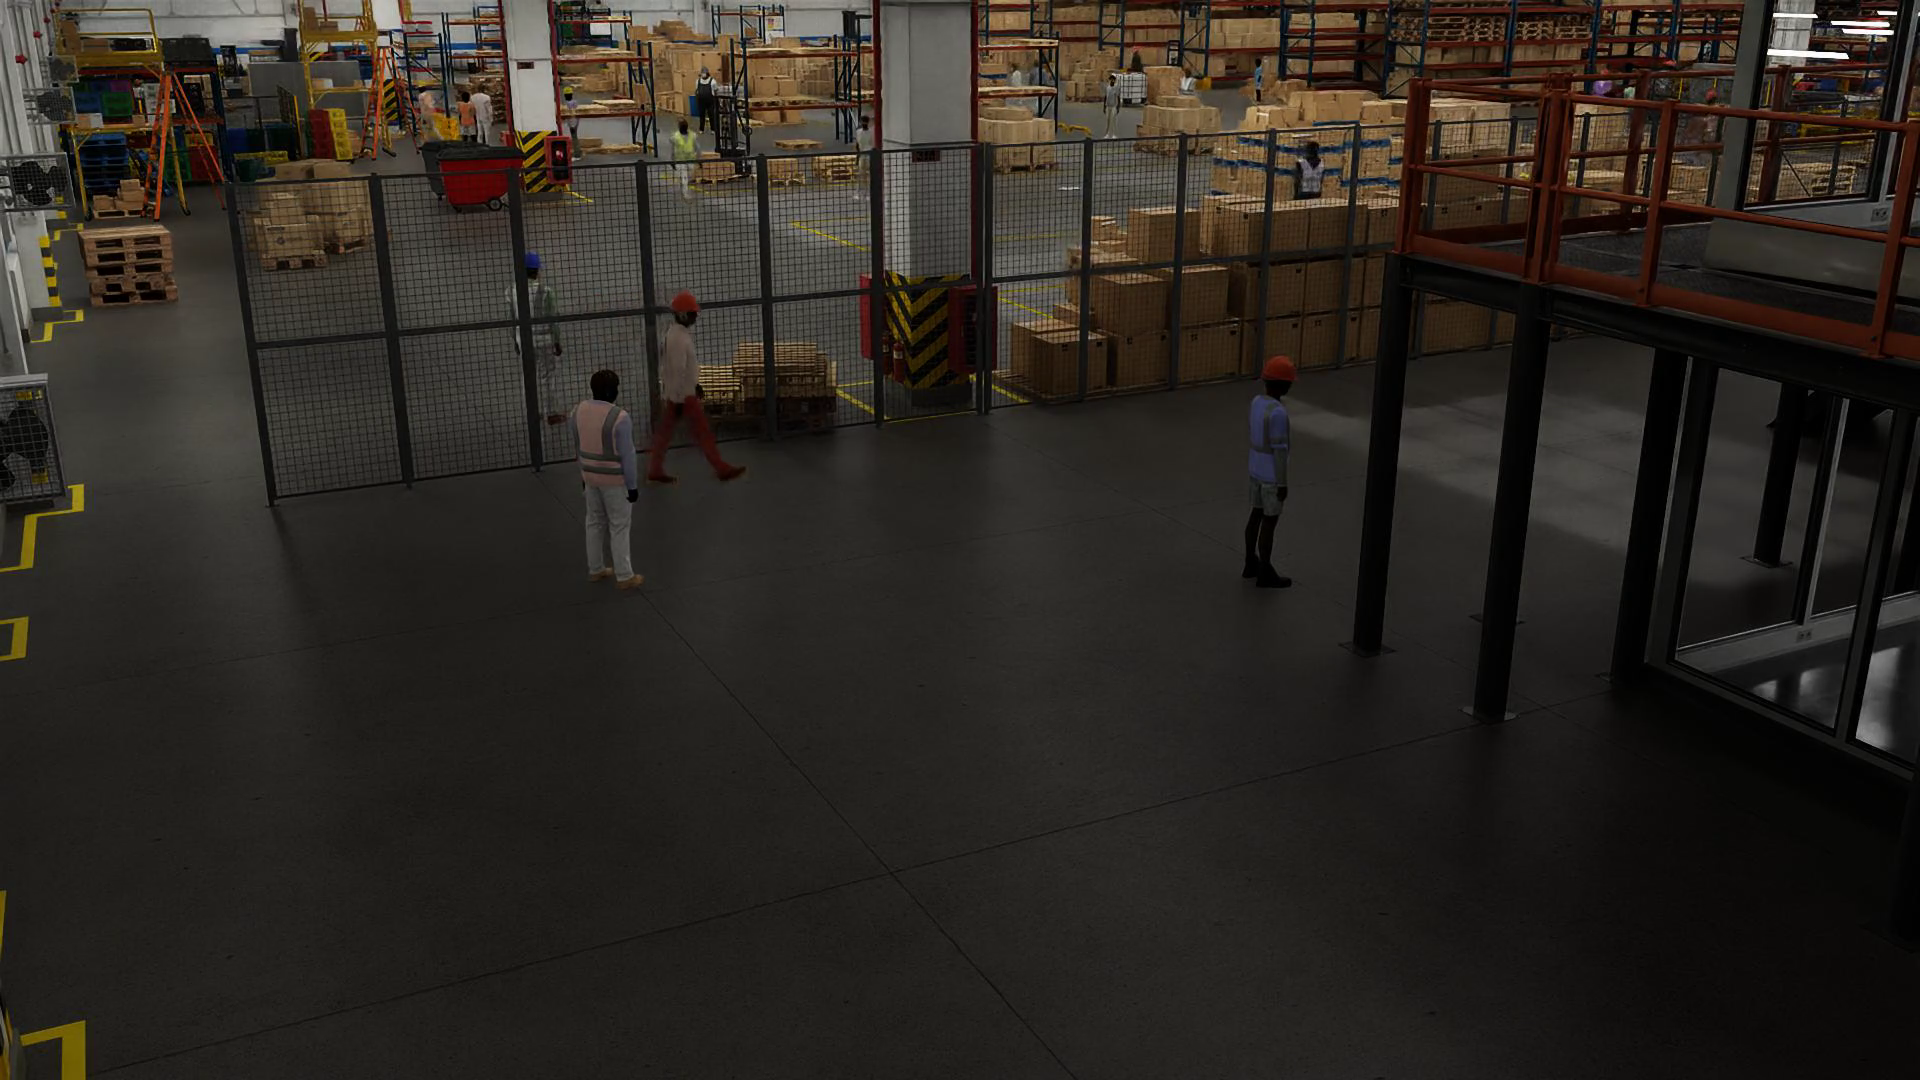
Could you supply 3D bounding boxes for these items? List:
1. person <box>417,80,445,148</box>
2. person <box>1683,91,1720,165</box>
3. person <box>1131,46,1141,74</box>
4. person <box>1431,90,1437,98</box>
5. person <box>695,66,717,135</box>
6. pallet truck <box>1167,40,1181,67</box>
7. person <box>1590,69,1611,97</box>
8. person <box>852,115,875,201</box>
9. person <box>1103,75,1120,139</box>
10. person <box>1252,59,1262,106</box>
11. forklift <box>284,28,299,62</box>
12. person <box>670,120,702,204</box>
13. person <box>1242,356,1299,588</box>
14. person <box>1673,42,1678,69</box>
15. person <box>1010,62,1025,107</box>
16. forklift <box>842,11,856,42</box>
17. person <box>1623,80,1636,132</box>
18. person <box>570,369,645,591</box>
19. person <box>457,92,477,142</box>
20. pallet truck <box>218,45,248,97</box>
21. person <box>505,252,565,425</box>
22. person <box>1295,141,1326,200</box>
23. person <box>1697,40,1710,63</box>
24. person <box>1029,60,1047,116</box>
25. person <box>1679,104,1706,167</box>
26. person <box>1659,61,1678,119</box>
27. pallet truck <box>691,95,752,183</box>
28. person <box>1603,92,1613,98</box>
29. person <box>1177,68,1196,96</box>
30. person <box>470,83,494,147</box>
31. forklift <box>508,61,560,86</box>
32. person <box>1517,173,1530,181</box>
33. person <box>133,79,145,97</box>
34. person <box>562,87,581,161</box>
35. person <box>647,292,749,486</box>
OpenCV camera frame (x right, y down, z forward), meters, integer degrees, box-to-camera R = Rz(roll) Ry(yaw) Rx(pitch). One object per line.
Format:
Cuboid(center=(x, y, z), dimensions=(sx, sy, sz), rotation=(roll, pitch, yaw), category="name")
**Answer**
Cuboid(center=(-15.044, -12.036, 47.061), dimensions=(0.905, 1.897, 0.603), rotation=(9, 21, 24), category="person")
Cuboid(center=(19.371, -10.645, 43.032), dimensions=(0.979, 1.878, 0.556), rotation=(-1, 19, -3), category="person")
Cuboid(center=(7.011, -18.462, 65.565), dimensions=(0.837, 1.975, 0.632), rotation=(12, 23, 32), category="person")
Cuboid(center=(14.423, -13.366, 51.303), dimensions=(0.532, 1.622, 0.495), rotation=(8, 21, 22), category="person")
Cuboid(center=(-7.786, -13.462, 50.961), dimensions=(0.683, 2.000, 0.538), rotation=(2, 19, 5), category="person")
Cuboid(center=(9.045, -19.971, 69.895), dimensions=(0.823, 1.965, 1.885), rotation=(-3, 19, -8), category="pallet truck")
Cuboid(center=(20.025, -13.775, 52.081), dimensions=(0.626, 1.896, 0.691), rotation=(8, 21, 23), category="person")
Cuboid(center=(-2.111, -8.339, 36.409), dimensions=(0.554, 1.838, 0.859), rotation=(6, 20, 17), category="person")
Cuboid(center=(4.531, -12.957, 49.779), dimensions=(0.510, 1.860, 0.333), rotation=(7, 20, 20), category="person")
Cuboid(center=(11.052, -16.990, 61.715), dimensions=(0.319, 1.693, 0.532), rotation=(0, 19, 0), category="person")
Cuboid(center=(-24.033, -17.060, 60.125), dimensions=(1.873, 2.768, 1.129), rotation=(-9, 21, -25), category="forklift")
Cuboid(center=(-5.992, -8.283, 36.348), dimensions=(0.637, 1.793, 0.990), rotation=(-7, 20, -19), category="person")
Cuboid(center=(2.567, -0.564, 13.729), dimensions=(0.356, 1.938, 0.545), rotation=(-5, 20, -15), category="person")
Cuboid(center=(34.114, -23.197, 79.550), dimensions=(0.873, 1.803, 0.600), rotation=(-8, 21, -22), category="person")
Cuboid(center=(1.981, -15.028, 55.712), dimensions=(0.783, 1.908, 0.657), rotation=(1, 19, 1), category="person")
Cuboid(center=(-5.567, -25.069, 83.339), dimensions=(1.873, 2.768, 1.129), rotation=(-9, 21, -25), category="forklift")
Cuboid(center=(21.012, -13.625, 52.109), dimensions=(0.518, 1.591, 0.765), rotation=(3, 19, 8), category="person")
Cuboid(center=(-2.892, -0.499, 13.708), dimensions=(0.623, 1.835, 0.431), rotation=(12, 22, 30), category="person")
Cuboid(center=(-13.344, -11.281, 45.153), dimensions=(0.537, 1.700, 0.317), rotation=(3, 19, 8), category="person")
Cuboid(center=(-28.879, -18.665, 66.111), dimensions=(0.823, 1.965, 1.885), rotation=(-3, 19, -9), category="pallet truck")
Cuboid(center=(-4.750, -2.239, 18.595), dimensions=(0.606, 1.935, 0.410), rotation=(6, 20, 18), category="person")
Cuboid(center=(6.477, -6.470, 30.935), dimensions=(0.599, 1.888, 0.864), rotation=(-5, 20, -15), category="person")
Cuboid(center=(34.872, -22.622, 78.035), dimensions=(0.532, 1.696, 0.318), rotation=(2, 19, 5), category="person")
Cuboid(center=(2.696, -15.612, 57.437), dimensions=(0.638, 1.897, 1.017), rotation=(-1, 19, -2), category="person")
Cuboid(center=(18.013, -9.851, 40.964), dimensions=(0.538, 1.720, 0.891), rotation=(-7, 20, -19), category="person")
Cuboid(center=(24.023, -15.238, 56.312), dimensions=(0.793, 1.903, 0.557), rotation=(-6, 20, -16), category="person")
Cuboid(center=(-5.836, -9.608, 39.856), dimensions=(0.823, 1.965, 1.885), rotation=(10, 22, 27), category="pallet truck")
Cuboid(center=(16.392, -10.368, 42.150), dimensions=(0.606, 1.936, 0.937), rotation=(-5, 20, -14), category="person")
Cuboid(center=(7.215, -14.146, 53.212), dimensions=(0.582, 1.866, 0.509), rotation=(17, 26, 41), category="person")
Cuboid(center=(-12.941, -11.399, 45.144), dimensions=(0.627, 1.934, 0.370), rotation=(7, 20, 19), category="person")
Cuboid(center=(-18.349, -20.868, 71.164), dimensions=(1.873, 2.768, 1.129), rotation=(-14, 24, -35), category="forklift")
Cuboid(center=(9.349, -5.184, 27.472), dimensions=(0.775, 1.717, 0.487), rotation=(6, 20, 18), category="person")
Cuboid(center=(-25.331, -13.407, 51.424), dimensions=(0.525, 1.631, 0.323), rotation=(6, 20, 18), category="person")
Cuboid(center=(-10.292, -11.027, 44.079), dimensions=(0.387, 1.922, 0.594), rotation=(-3, 19, -10), category="person")
Cuboid(center=(-2.667, -1.474, 16.363), dimensions=(1.015, 1.941, 0.625), rotation=(-6, 20, -16), category="person")
